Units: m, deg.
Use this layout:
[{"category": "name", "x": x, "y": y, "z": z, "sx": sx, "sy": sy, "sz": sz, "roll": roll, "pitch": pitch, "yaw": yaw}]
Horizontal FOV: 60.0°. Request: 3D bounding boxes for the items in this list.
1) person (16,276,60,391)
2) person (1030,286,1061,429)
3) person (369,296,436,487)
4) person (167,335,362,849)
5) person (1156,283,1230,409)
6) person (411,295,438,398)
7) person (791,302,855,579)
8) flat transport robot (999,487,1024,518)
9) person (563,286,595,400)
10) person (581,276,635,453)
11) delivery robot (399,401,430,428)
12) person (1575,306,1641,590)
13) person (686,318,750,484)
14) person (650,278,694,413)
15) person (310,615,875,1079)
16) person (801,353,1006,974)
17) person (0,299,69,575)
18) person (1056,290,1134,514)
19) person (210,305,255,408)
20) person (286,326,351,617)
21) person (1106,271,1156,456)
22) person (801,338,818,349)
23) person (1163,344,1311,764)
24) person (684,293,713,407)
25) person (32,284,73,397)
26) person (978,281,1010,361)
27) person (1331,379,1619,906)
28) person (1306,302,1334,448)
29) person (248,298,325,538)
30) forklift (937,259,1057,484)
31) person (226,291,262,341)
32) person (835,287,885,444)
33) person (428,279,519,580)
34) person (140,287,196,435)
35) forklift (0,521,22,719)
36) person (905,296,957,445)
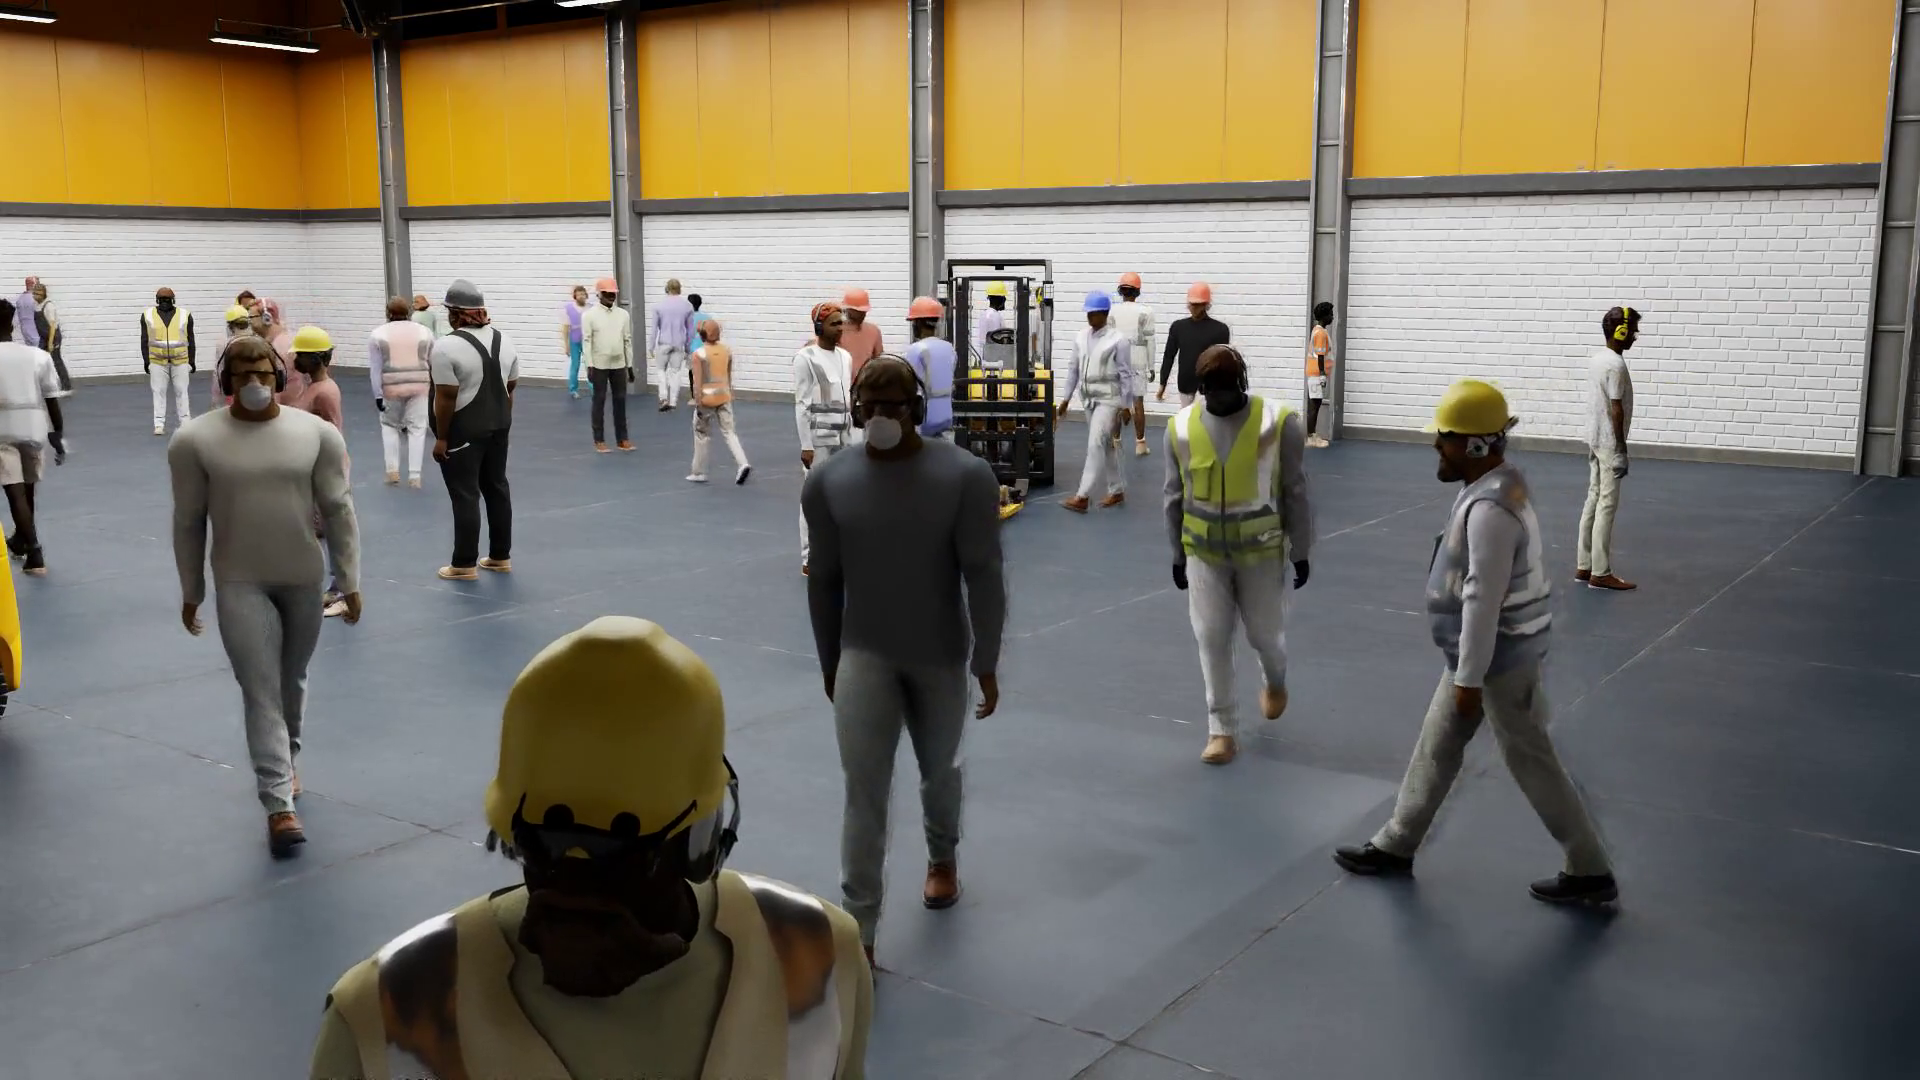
[{"category": "person", "x": -15.273, "y": -3.405, "z": 27.536, "sx": 0.638, "sy": 1.911, "sz": 0.402, "roll": 6, "pitch": 11, "yaw": 31}, {"category": "person", "x": 1.006, "y": -2.345, "z": 21.396, "sx": 0.602, "sy": 1.855, "sz": 0.516, "roll": 5, "pitch": 11, "yaw": 29}, {"category": "person", "x": -5.346, "y": -1.420, "z": 15.985, "sx": 0.632, "sy": 1.822, "sz": 0.649, "roll": -4, "pitch": 11, "yaw": -25}, {"category": "person", "x": -2.627, "y": 0.165, "z": 6.354, "sx": 0.647, "sy": 1.885, "sz": 1.009, "roll": -5, "pitch": 11, "yaw": -29}, {"category": "person", "x": 2.201, "y": -1.452, "z": 15.799, "sx": 0.640, "sy": 1.942, "sz": 1.011, "roll": 6, "pitch": 11, "yaw": 33}, {"category": "person", "x": -8.561, "y": -3.061, "z": 26.310, "sx": 0.558, "sy": 1.616, "sz": 0.531, "roll": 4, "pitch": 10, "yaw": 24}, {"category": "person", "x": -0.900, "y": -0.667, "z": 11.308, "sx": 0.355, "sy": 1.883, "sz": 0.574, "roll": 6, "pitch": 11, "yaw": 31}, {"category": "flat transport robot", "x": -0.222, "y": -0.342, "z": 14.161, "sx": 1.431, "sy": 0.197, "sz": 0.652, "roll": 2, "pitch": 10, "yaw": 14}, {"category": "person", "x": -5.848, "y": -3.022, "z": 25.663, "sx": 0.589, "sy": 1.779, "sz": 1.011, "roll": -6, "pitch": 11, "yaw": -32}, {"category": "person", "x": -3.981, "y": -1.987, "z": 18.838, "sx": 0.616, "sy": 1.995, "sz": 0.381, "roll": -7, "pitch": 12, "yaw": -37}, {"category": "delivery robot", "x": -6.717, "y": -1.584, "z": 20.434, "sx": 0.477, "sy": 0.478, "sz": 0.707, "roll": 1, "pitch": 10, "yaw": 8}, {"category": "person", "x": 4.306, "y": -0.606, "z": 11.000, "sx": 0.329, "sy": 1.865, "sz": 0.508, "roll": 0, "pitch": 10, "yaw": 1}, {"category": "person", "x": -2.357, "y": -1.339, "z": 16.096, "sx": 0.760, "sy": 1.611, "sz": 0.516, "roll": 9, "pitch": 13, "yaw": 44}, {"category": "person", "x": -4.115, "y": -2.772, "z": 23.744, "sx": 0.649, "sy": 1.914, "sz": 0.498, "roll": -4, "pitch": 10, "yaw": -21}, {"category": "person", "x": -0.340, "y": 0.968, "z": 1.726, "sx": 0.591, "sy": 1.829, "sz": 0.404, "roll": -5, "pitch": 11, "yaw": -25}, {"category": "person", "x": -0.175, "y": 0.356, "z": 5.233, "sx": 0.647, "sy": 1.892, "sz": 1.036, "roll": 1, "pitch": 10, "yaw": 5}, {"category": "person", "x": -6.658, "y": -0.731, "z": 11.636, "sx": 1.008, "sy": 1.903, "sz": 0.619, "roll": 8, "pitch": 12, "yaw": 39}, {"category": "person", "x": 1.124, "y": -1.182, "z": 14.311, "sx": 0.974, "sy": 1.896, "sz": 0.626, "roll": -7, "pitch": 12, "yaw": -36}, {"category": "person", "x": -6.997, "y": -1.433, "z": 16.285, "sx": 0.836, "sy": 1.736, "sz": 0.520, "roll": 5, "pitch": 11, "yaw": 28}, {"category": "person", "x": -3.889, "y": -0.415, "z": 10.147, "sx": 0.322, "sy": 1.769, "sz": 0.523, "roll": -5, "pitch": 11, "yaw": -29}, {"category": "person", "x": 1.873, "y": -1.946, "z": 18.439, "sx": 0.605, "sy": 2.045, "sz": 0.379, "roll": 3, "pitch": 10, "yaw": 15}, {"category": "person", "x": -0.950, "y": -0.654, "z": 12.006, "sx": 0.380, "sy": 1.609, "sz": 0.554, "roll": 3, "pitch": 10, "yaw": 17}, {"category": "person", "x": 1.224, "y": 0.042, "z": 7.321, "sx": 0.670, "sy": 1.813, "sz": 0.663, "roll": 4, "pitch": 10, "yaw": 22}, {"category": "person", "x": -3.861, "y": -2.803, "z": 24.591, "sx": 0.547, "sy": 1.683, "sz": 0.494, "roll": -7, "pitch": 12, "yaw": -37}, {"category": "person", "x": -14.414, "y": -3.149, "z": 26.309, "sx": 0.524, "sy": 1.800, "sz": 0.693, "roll": 5, "pitch": 11, "yaw": 28}, {"category": "person", "x": 0.405, "y": -2.077, "z": 19.570, "sx": 0.369, "sy": 1.928, "sz": 0.586, "roll": -2, "pitch": 10, "yaw": -14}, {"category": "person", "x": 1.804, "y": 0.353, "z": 5.598, "sx": 0.941, "sy": 1.779, "sz": 0.615, "roll": 2, "pitch": 10, "yaw": 14}, {"category": "person", "x": 4.173, "y": -1.914, "z": 19.307, "sx": 0.320, "sy": 1.694, "sz": 0.531, "roll": 2, "pitch": 10, "yaw": 12}, {"category": "person", "x": -5.323, "y": -0.904, "z": 12.740, "sx": 0.874, "sy": 1.868, "sz": 0.654, "roll": -6, "pitch": 11, "yaw": -32}, {"category": "forklift", "x": 0.370, "y": -1.738, "z": 16.759, "sx": 1.214, "sy": 2.155, "sz": 2.313, "roll": 1, "pitch": 10, "yaw": 3}, {"category": "person", "x": -8.123, "y": -1.947, "z": 19.132, "sx": 0.539, "sy": 1.826, "sz": 0.962, "roll": -6, "pitch": 11, "yaw": -32}, {"category": "person", "x": -1.015, "y": -1.376, "z": 15.421, "sx": 0.639, "sy": 1.940, "sz": 1.062, "roll": -8, "pitch": 12, "yaw": -38}, {"category": "person", "x": -3.369, "y": -0.755, "z": 11.358, "sx": 0.537, "sy": 2.000, "sz": 0.682, "roll": 5, "pitch": 11, "yaw": 29}, {"category": "person", "x": -9.856, "y": -2.225, "z": 20.727, "sx": 0.619, "sy": 1.838, "sz": 0.430, "roll": -5, "pitch": 11, "yaw": -25}, {"category": "forklift", "x": -5.296, "y": -0.090, "z": 6.943, "sx": 1.214, "sy": 2.155, "sz": 2.313, "roll": 7, "pitch": 12, "yaw": 35}, {"category": "person", "x": -0.293, "y": -0.931, "z": 12.861, "sx": 1.001, "sy": 1.879, "sz": 0.574, "roll": 8, "pitch": 13, "yaw": 41}]
